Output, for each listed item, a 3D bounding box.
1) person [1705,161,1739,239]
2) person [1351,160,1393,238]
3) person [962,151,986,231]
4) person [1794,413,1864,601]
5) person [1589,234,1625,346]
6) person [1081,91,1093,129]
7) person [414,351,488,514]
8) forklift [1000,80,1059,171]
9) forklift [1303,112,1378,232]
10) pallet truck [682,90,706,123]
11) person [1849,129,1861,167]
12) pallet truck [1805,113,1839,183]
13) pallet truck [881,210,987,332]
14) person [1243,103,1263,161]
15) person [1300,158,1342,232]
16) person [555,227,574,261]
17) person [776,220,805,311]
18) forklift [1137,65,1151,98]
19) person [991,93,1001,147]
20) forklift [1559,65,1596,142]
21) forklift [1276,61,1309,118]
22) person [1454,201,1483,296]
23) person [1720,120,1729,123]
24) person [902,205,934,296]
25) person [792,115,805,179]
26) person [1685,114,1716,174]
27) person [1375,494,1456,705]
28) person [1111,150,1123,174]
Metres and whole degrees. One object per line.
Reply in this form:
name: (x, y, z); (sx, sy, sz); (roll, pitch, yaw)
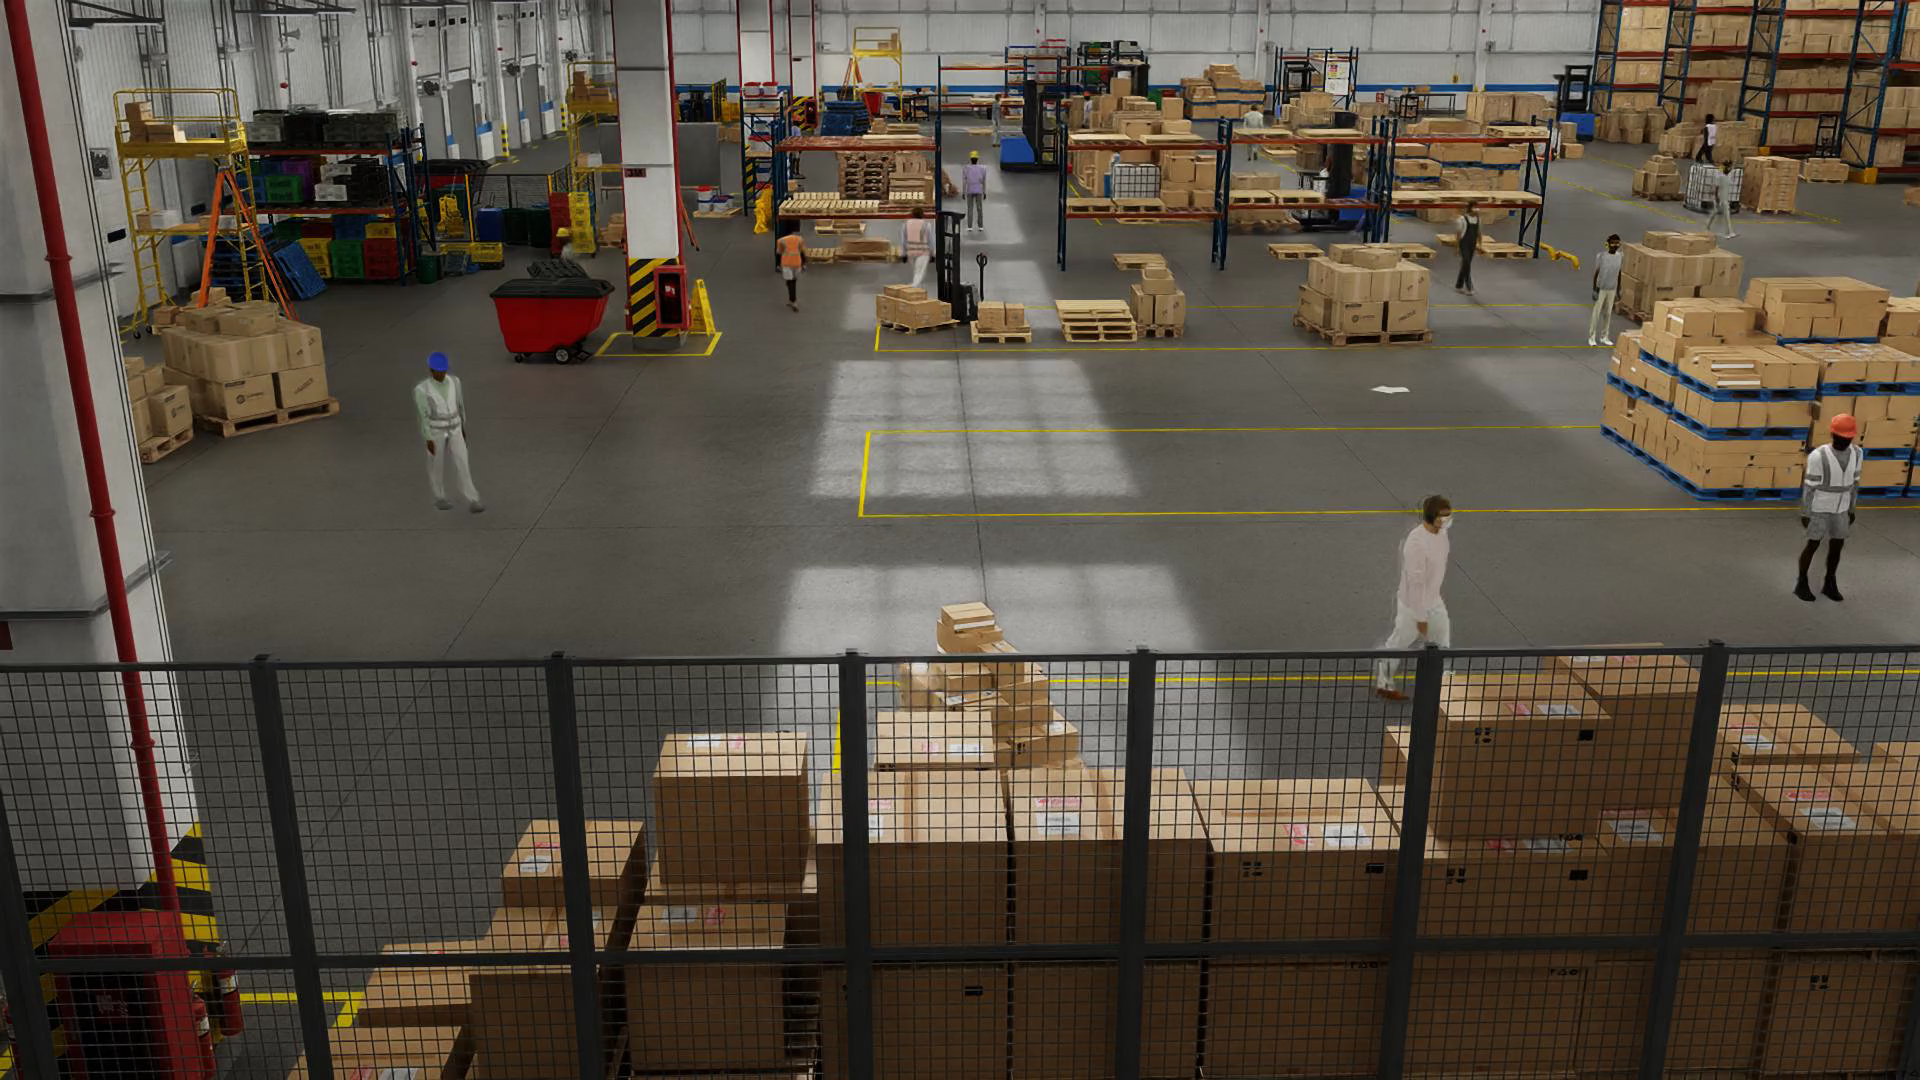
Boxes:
person: (18.072, -8.036, 39.345); (0.559, 1.814, 0.982); (-7, 20, -21)
person: (9.799, -8.084, 39.412); (0.960, 1.880, 0.596); (0, 19, -1)
person: (0.348, -8.517, 40.611); (0.594, 1.922, 0.384); (-2, 19, -5)
person: (8.533, -0.319, 16.290); (0.550, 1.925, 0.396); (-2, 19, -7)
person: (10.841, -4.184, 27.845); (0.521, 1.869, 0.327); (-2, 19, -6)
person: (4.701, -15.875, 62.465); (0.931, 1.894, 0.571); (-6, 20, -18)
person: (-5.834, -1.202, 18.936); (0.938, 1.898, 0.642); (18, 25, 42)
forklift: (2.236, -13.269, 53.236); (1.873, 2.768, 1.129); (-1, 19, -1)
forklift: (9.294, -8.962, 40.456); (1.873, 2.768, 1.129); (-1, 19, -2)
pallet truck: (-9.671, -15.907, 62.421); (0.823, 1.965, 1.885); (5, 19, 15)
person: (29.457, -13.142, 54.485); (0.551, 1.826, 0.631); (1, 19, 2)
pallet truck: (26.403, -11.957, 50.702); (0.823, 1.965, 1.885); (6, 19, 16)
pallet truck: (-0.493, -4.759, 29.349); (1.885, 1.965, 0.823); (-13, 23, -34)
person: (9.910, -13.803, 56.301); (0.642, 1.927, 0.475); (1, 19, 4)
person: (8.745, -8.364, 40.395); (1.160, 1.791, 0.591); (5, 19, 15)
person: (-6.985, -4.694, 29.565); (0.368, 1.726, 0.500); (-4, 19, -12)
person: (-3.125, -5.102, 30.885); (0.537, 1.664, 0.844); (-9, 21, -24)
forklift: (6.899, -16.526, 62.896); (1.873, 2.768, 1.129); (4, 19, 13)
person: (1.336, -15.418, 61.078); (0.365, 1.932, 0.634); (1, 19, 2)
forklift: (23.303, -16.568, 63.021); (1.129, 2.768, 1.873); (-1, 19, -1)
forklift: (13.228, -17.508, 65.810); (1.129, 2.768, 1.873); (-1, 19, -1)
person: (9.945, -5.641, 32.243); (0.540, 1.814, 0.852); (-9, 21, -25)
person: (28.154, -15.367, 61.367); (0.311, 1.642, 0.513); (-15, 24, -38)
person: (-0.816, -5.467, 31.734); (0.629, 1.818, 0.844); (10, 21, 26)
person: (-5.029, -12.102, 51.224); (0.357, 1.938, 0.543); (-12, 22, -31)
person: (23.331, -12.403, 52.204); (0.616, 1.881, 0.903); (-15, 24, -38)
person: (3.926, 0.551, 13.755); (0.996, 1.888, 0.648); (15, 24, 37)
person: (4.339, -9.987, 45.420); (0.456, 1.619, 0.546); (0, 19, -1)
